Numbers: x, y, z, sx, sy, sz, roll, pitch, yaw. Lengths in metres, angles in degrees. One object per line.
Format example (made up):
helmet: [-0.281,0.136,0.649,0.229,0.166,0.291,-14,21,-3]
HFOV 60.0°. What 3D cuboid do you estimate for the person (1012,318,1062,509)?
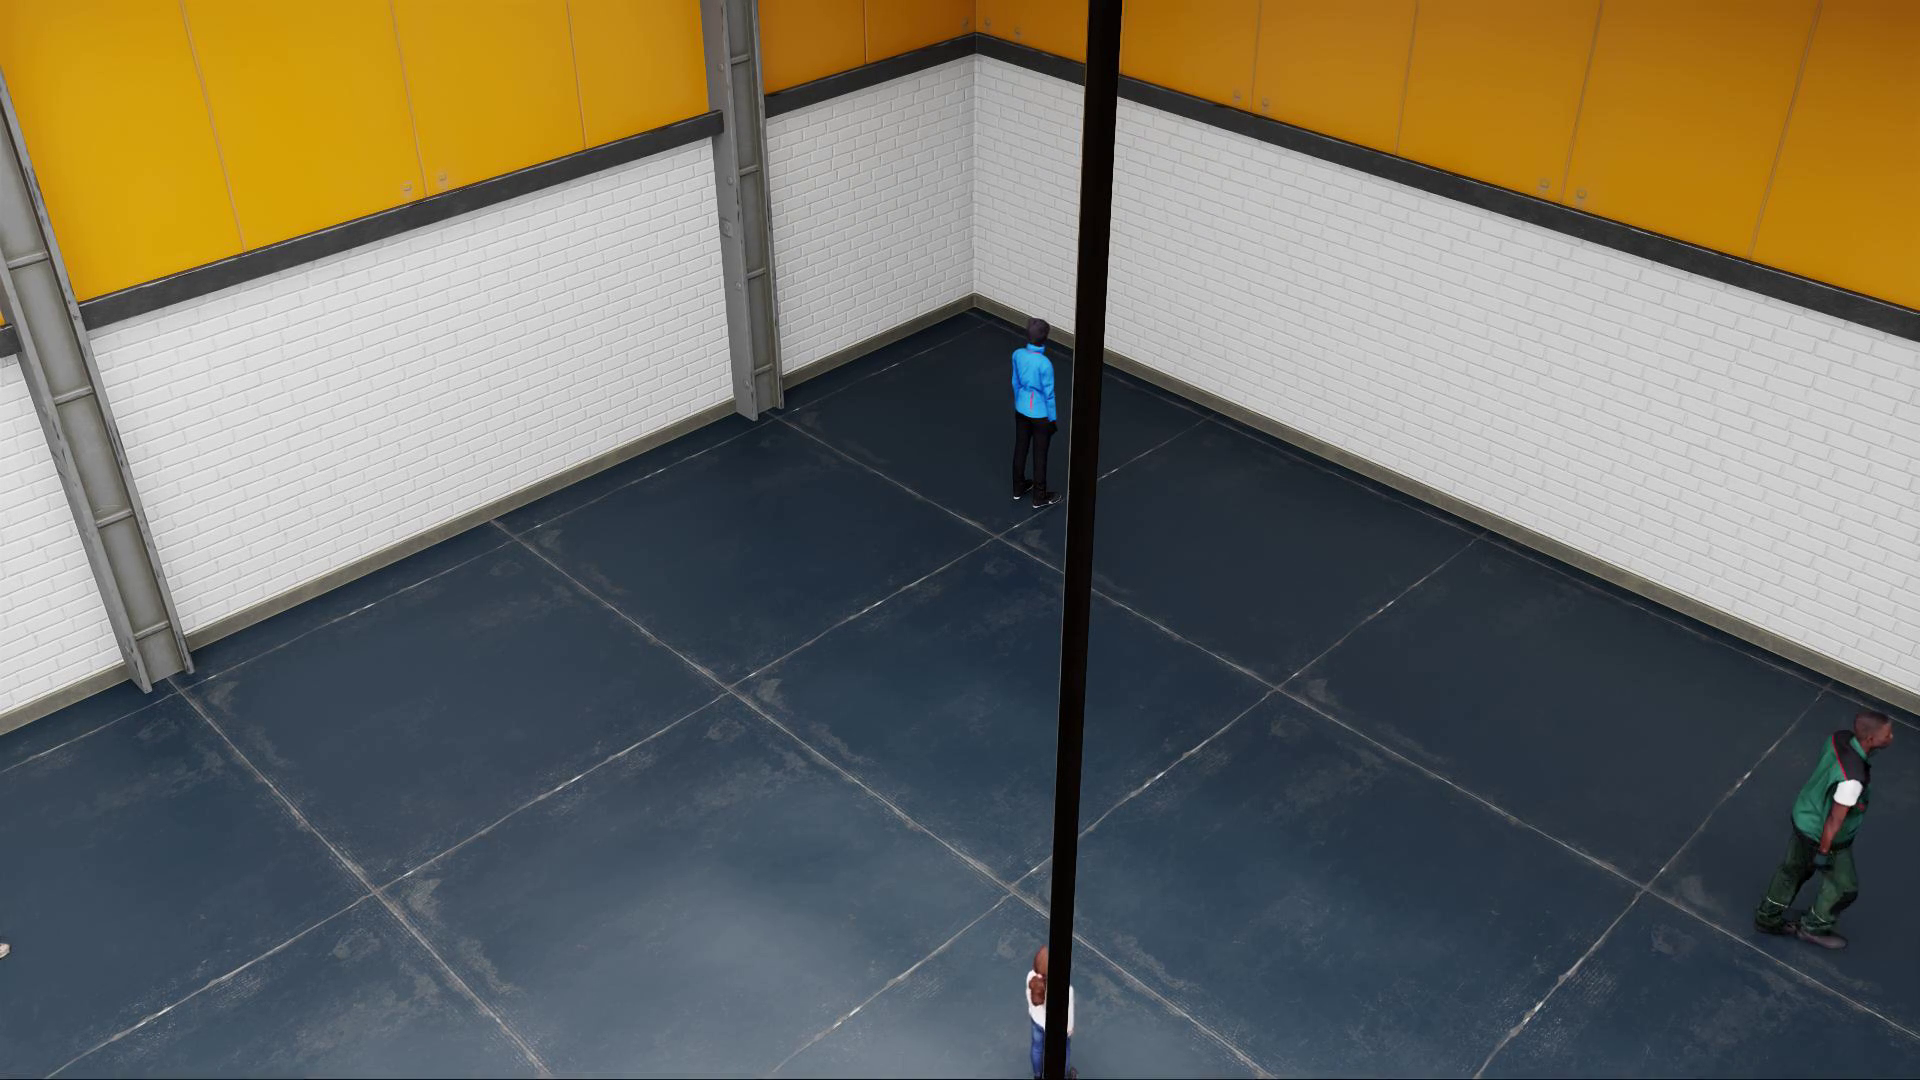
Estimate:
person: [0.637,-1.122,14.617,0.607,1.802,0.530,28,43,35]

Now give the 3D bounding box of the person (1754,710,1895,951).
person: [5.241,1.764,10.258,0.952,1.823,0.893,7,34,11]

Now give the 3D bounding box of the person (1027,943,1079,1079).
person: [0.511,2.718,9.464,0.508,1.112,0.538,18,38,25]
